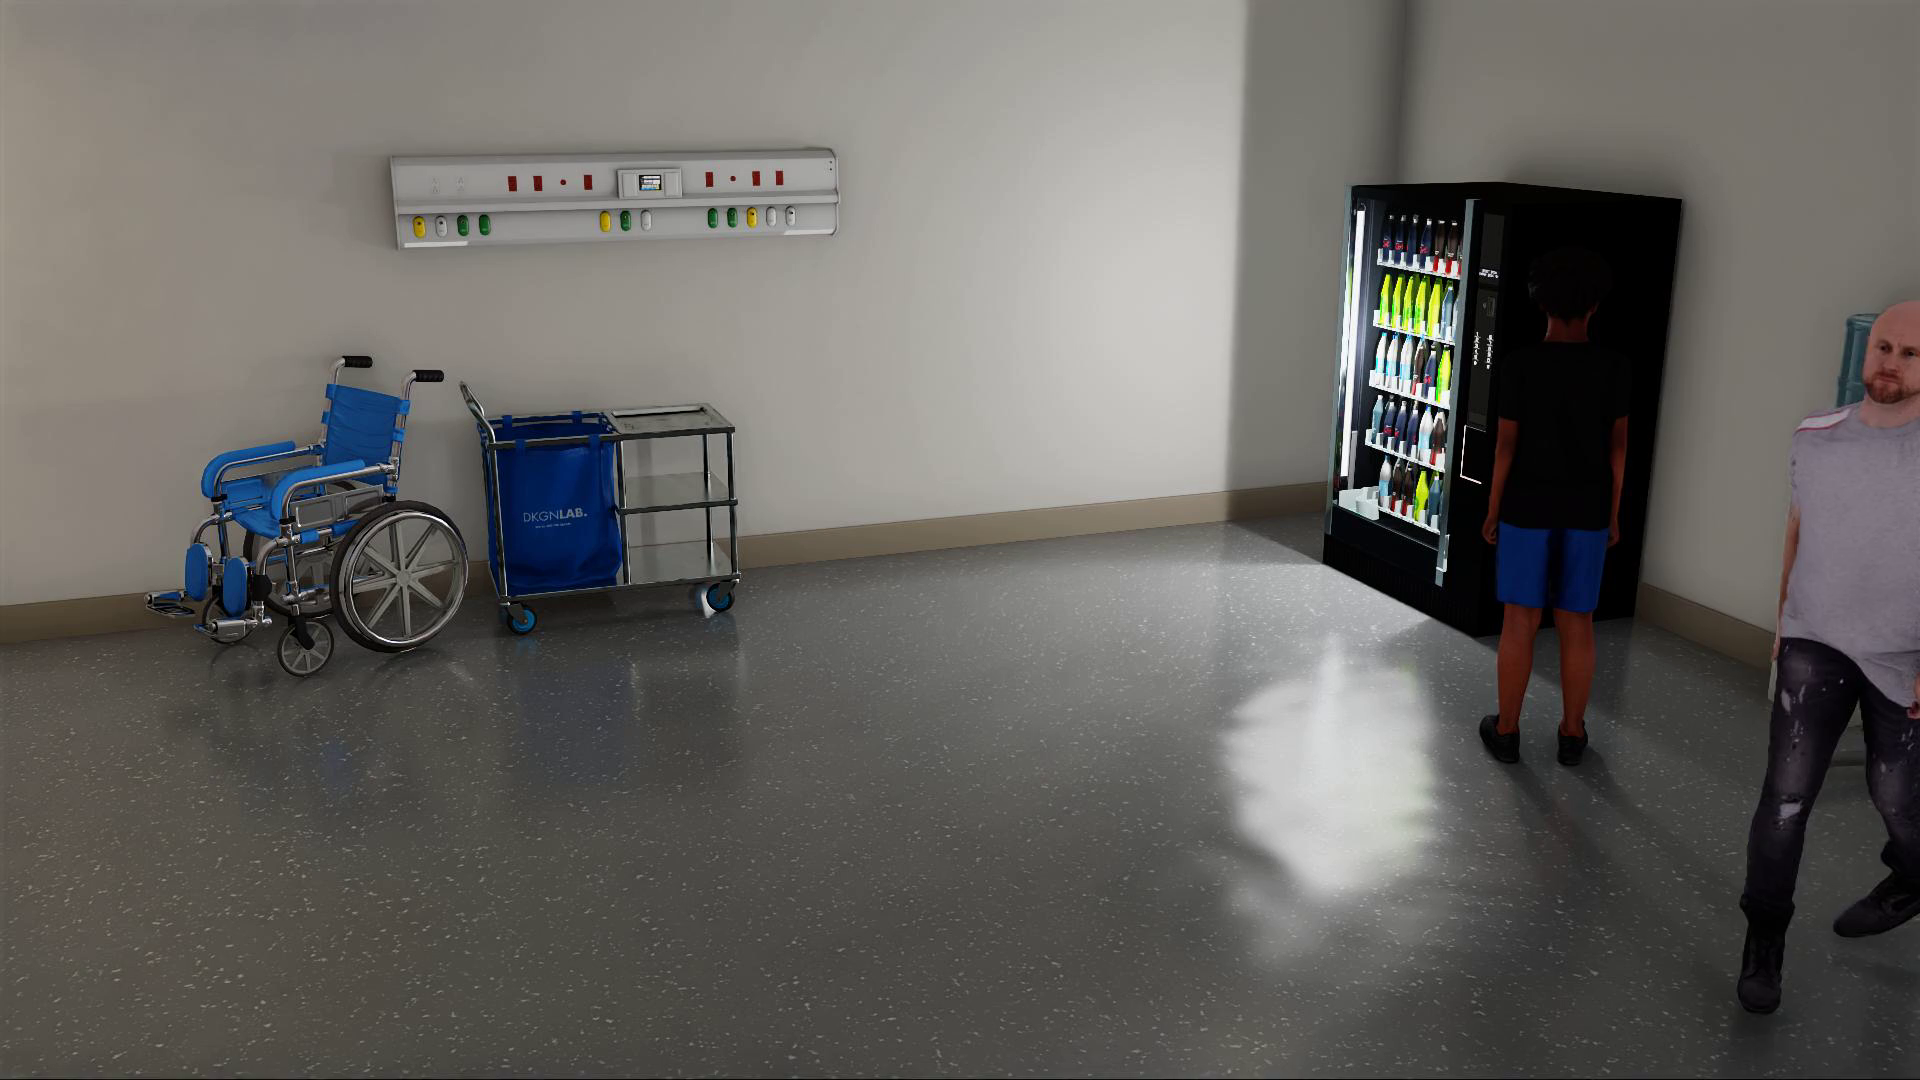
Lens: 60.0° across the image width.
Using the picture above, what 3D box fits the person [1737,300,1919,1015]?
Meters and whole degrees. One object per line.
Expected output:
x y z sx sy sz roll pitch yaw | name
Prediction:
2.372 0.292 4.283 1.000 1.793 1.173 -11 19 -33 | person

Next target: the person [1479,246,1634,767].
2.033 -0.103 5.683 0.697 1.793 0.714 3 16 9 | person
